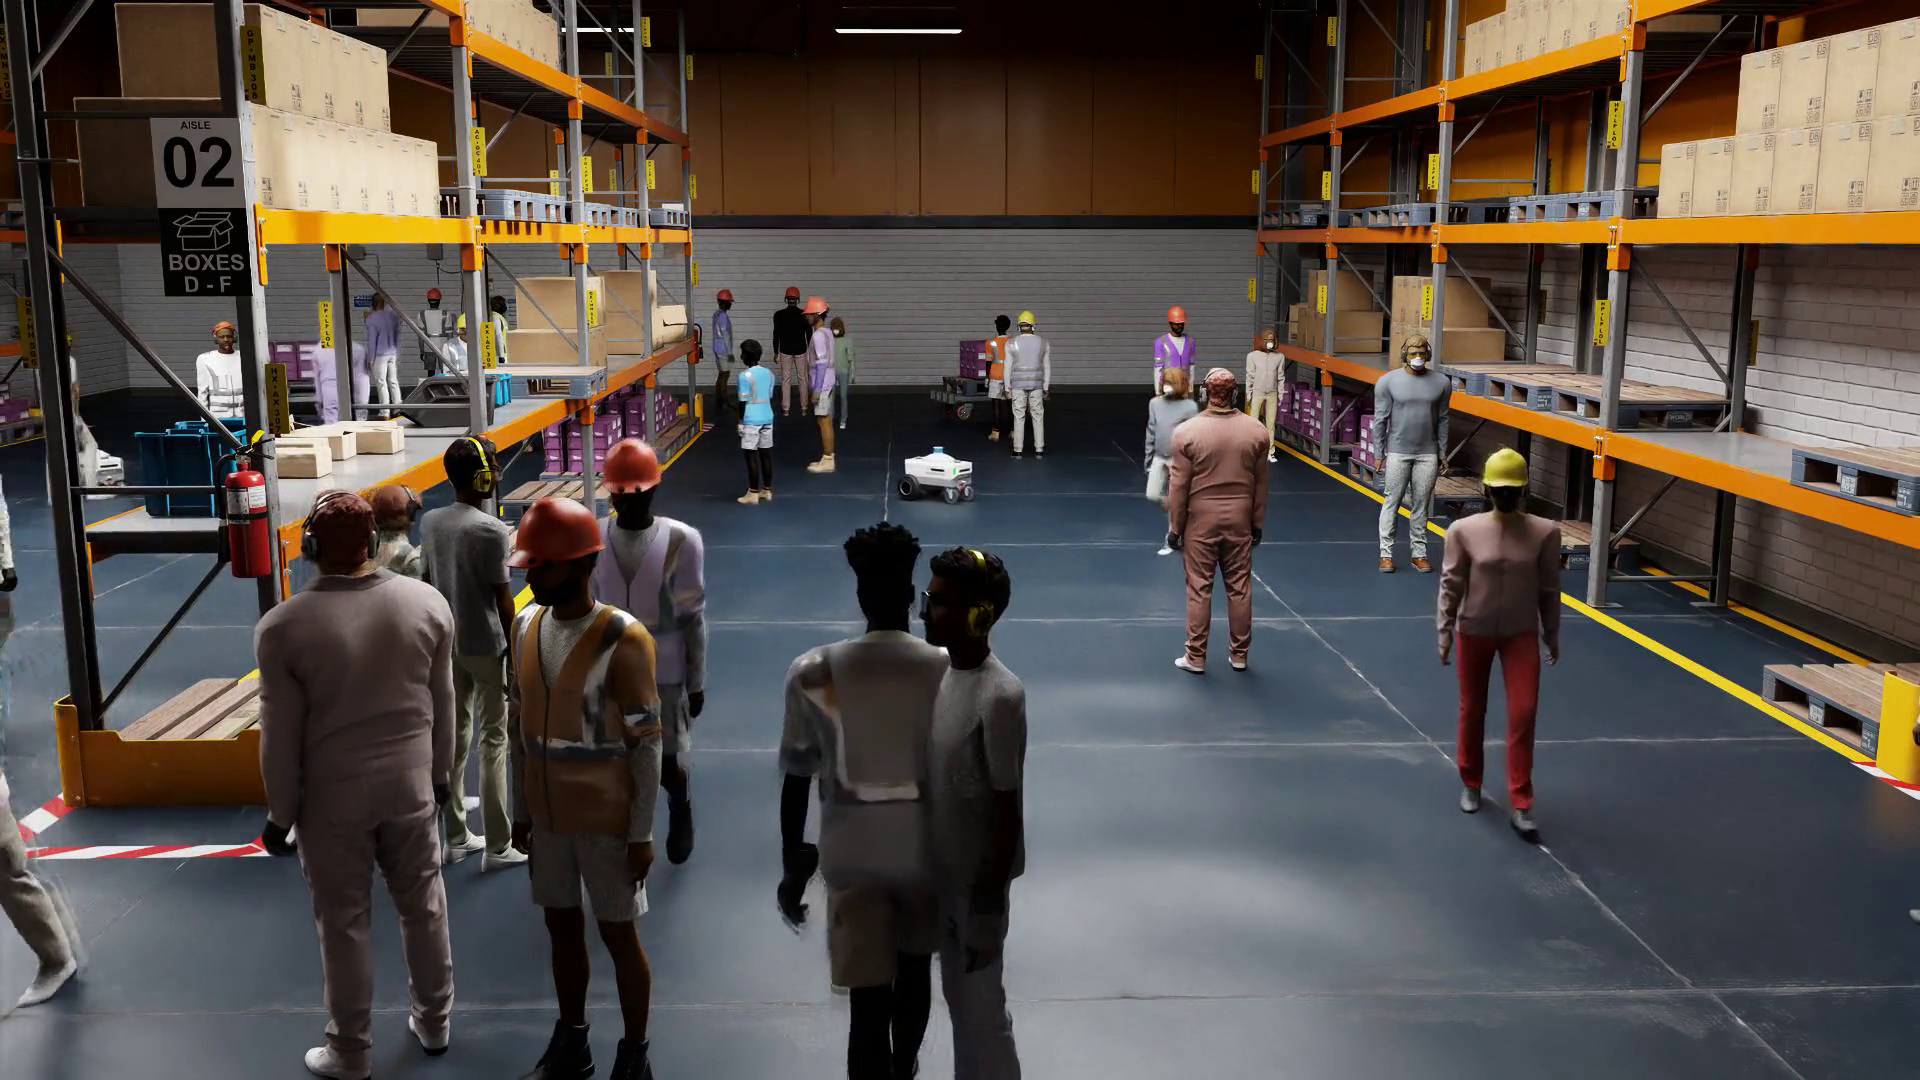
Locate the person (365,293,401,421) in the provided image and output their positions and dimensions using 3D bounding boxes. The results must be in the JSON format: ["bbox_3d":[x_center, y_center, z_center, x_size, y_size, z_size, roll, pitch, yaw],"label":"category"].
[{"bbox_3d":[-8.600,-2.708,24.794,0.354,1.931,0.663,4,11,20],"label":"person"}]

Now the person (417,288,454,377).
[{"bbox_3d":[-8.401,-3.064,26.704,0.552,1.937,0.356,-2,10,-12],"label":"person"}]

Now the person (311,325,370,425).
[{"bbox_3d":[-6.868,-1.564,18.569,0.664,1.851,1.007,0,10,2],"label":"person"}]

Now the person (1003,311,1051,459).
[{"bbox_3d":[0.822,-1.908,20.581,0.591,1.824,0.404,-1,10,-7],"label":"person"}]

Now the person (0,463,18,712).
[{"bbox_3d":[-5.521,0.093,9.173,0.619,1.911,0.475,1,10,4],"label":"person"}]

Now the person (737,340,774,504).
[{"bbox_3d":[-2.110,-1.208,17.060,0.332,1.690,0.533,6,12,30],"label":"person"}]

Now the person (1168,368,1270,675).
[{"bbox_3d":[1.589,-0.112,10.349,0.639,1.908,0.409,-2,10,-11],"label":"person"}]

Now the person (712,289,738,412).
[{"bbox_3d":[-3.730,-3.005,26.400,0.376,1.930,0.549,-4,11,-20],"label":"person"}]

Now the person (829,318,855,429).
[{"bbox_3d":[-1.746,-2.356,23.686,0.522,1.601,0.704,1,10,6],"label":"person"}]

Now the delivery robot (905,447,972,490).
[{"bbox_3d":[-0.224,-0.723,17.252,0.707,0.478,0.477,8,13,37],"label":"delivery robot"}]

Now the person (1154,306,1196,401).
[{"bbox_3d":[2.573,-1.826,19.862,0.548,1.927,0.422,-4,11,-22],"label":"person"}]

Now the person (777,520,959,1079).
[{"bbox_3d":[-0.216,0.919,4.682,0.622,1.899,1.014,-1,10,-4],"label":"person"}]

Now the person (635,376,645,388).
[{"bbox_3d":[-4.868,-2.785,25.017,0.393,1.985,0.611,-1,10,-7],"label":"person"}]

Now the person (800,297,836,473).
[{"bbox_3d":[-1.653,-1.803,19.392,0.396,2.038,0.614,1,10,5],"label":"person"}]

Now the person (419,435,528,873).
[{"bbox_3d":[-2.075,0.486,7.121,0.534,1.868,0.309,6,12,29],"label":"person"}]

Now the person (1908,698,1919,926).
[{"bbox_3d":[3.943,0.670,6.379,0.524,1.769,0.326,1,10,8],"label":"person"}]

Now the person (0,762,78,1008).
[{"bbox_3d":[-3.408,0.897,5.592,0.524,1.594,0.853,4,11,20],"label":"person"}]

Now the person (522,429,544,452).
[{"bbox_3d":[-5.437,-2.048,21.344,0.625,1.836,0.428,-7,12,-33],"label":"person"}]

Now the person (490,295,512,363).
[{"bbox_3d":[-7.194,-2.900,26.055,0.429,1.847,0.627,-3,11,-18],"label":"person"}]

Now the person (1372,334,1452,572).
[{"bbox_3d":[3.664,-0.696,13.507,0.638,1.938,0.356,0,10,-2],"label":"person"}]

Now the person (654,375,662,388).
[{"bbox_3d":[-4.926,-2.895,25.950,0.722,1.876,0.705,0,10,2],"label":"person"}]

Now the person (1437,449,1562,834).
[{"bbox_3d":[2.472,0.466,7.592,0.557,1.742,0.742,2,10,11],"label":"person"}]

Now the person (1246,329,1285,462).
[{"bbox_3d":[3.712,-1.749,20.249,0.496,1.629,0.277,-2,10,-8],"label":"person"}]

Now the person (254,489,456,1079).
[{"bbox_3d":[-1.928,0.786,5.338,0.637,1.911,0.403,-9,14,-42],"label":"person"}]

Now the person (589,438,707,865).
[{"bbox_3d":[-1.297,0.525,6.767,0.560,1.923,0.577,1,10,3],"label":"person"}]

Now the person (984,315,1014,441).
[{"bbox_3d":[0.576,-2.188,22.496,0.533,1.697,0.319,-4,11,-20],"label":"person"}]

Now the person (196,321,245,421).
[{"bbox_3d":[-7.366,-1.259,16.796,0.584,1.882,0.345,-8,13,-36],"label":"person"}]

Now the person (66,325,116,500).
[{"bbox_3d":[-9.109,-1.295,17.124,0.533,1.837,0.764,5,11,26],"label":"person"}]

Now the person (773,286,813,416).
[{"bbox_3d":[-2.576,-2.910,25.682,0.625,1.992,0.388,-2,10,-9],"label":"person"}]

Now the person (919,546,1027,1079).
[{"bbox_3d":[0.010,0.937,4.590,0.328,1.876,0.514,-3,11,-17],"label":"person"}]

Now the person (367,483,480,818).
[{"bbox_3d":[-2.604,0.543,7.541,0.541,1.602,0.797,8,13,37],"label":"person"}]

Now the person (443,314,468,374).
[{"bbox_3d":[-5.939,-1.827,20.125,0.587,1.826,0.404,-5,11,-28],"label":"person"}]

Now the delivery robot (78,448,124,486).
[{"bbox_3d":[-9.158,-0.782,17.583,0.707,0.478,0.477,8,13,38],"label":"delivery robot"}]

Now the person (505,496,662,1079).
[{"bbox_3d":[-1.168,0.823,5.053,0.551,1.935,0.375,6,12,29],"label":"person"}]

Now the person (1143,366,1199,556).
[{"bbox_3d":[1.835,-0.690,14.333,0.513,1.621,0.436,9,13,40],"label":"person"}]
